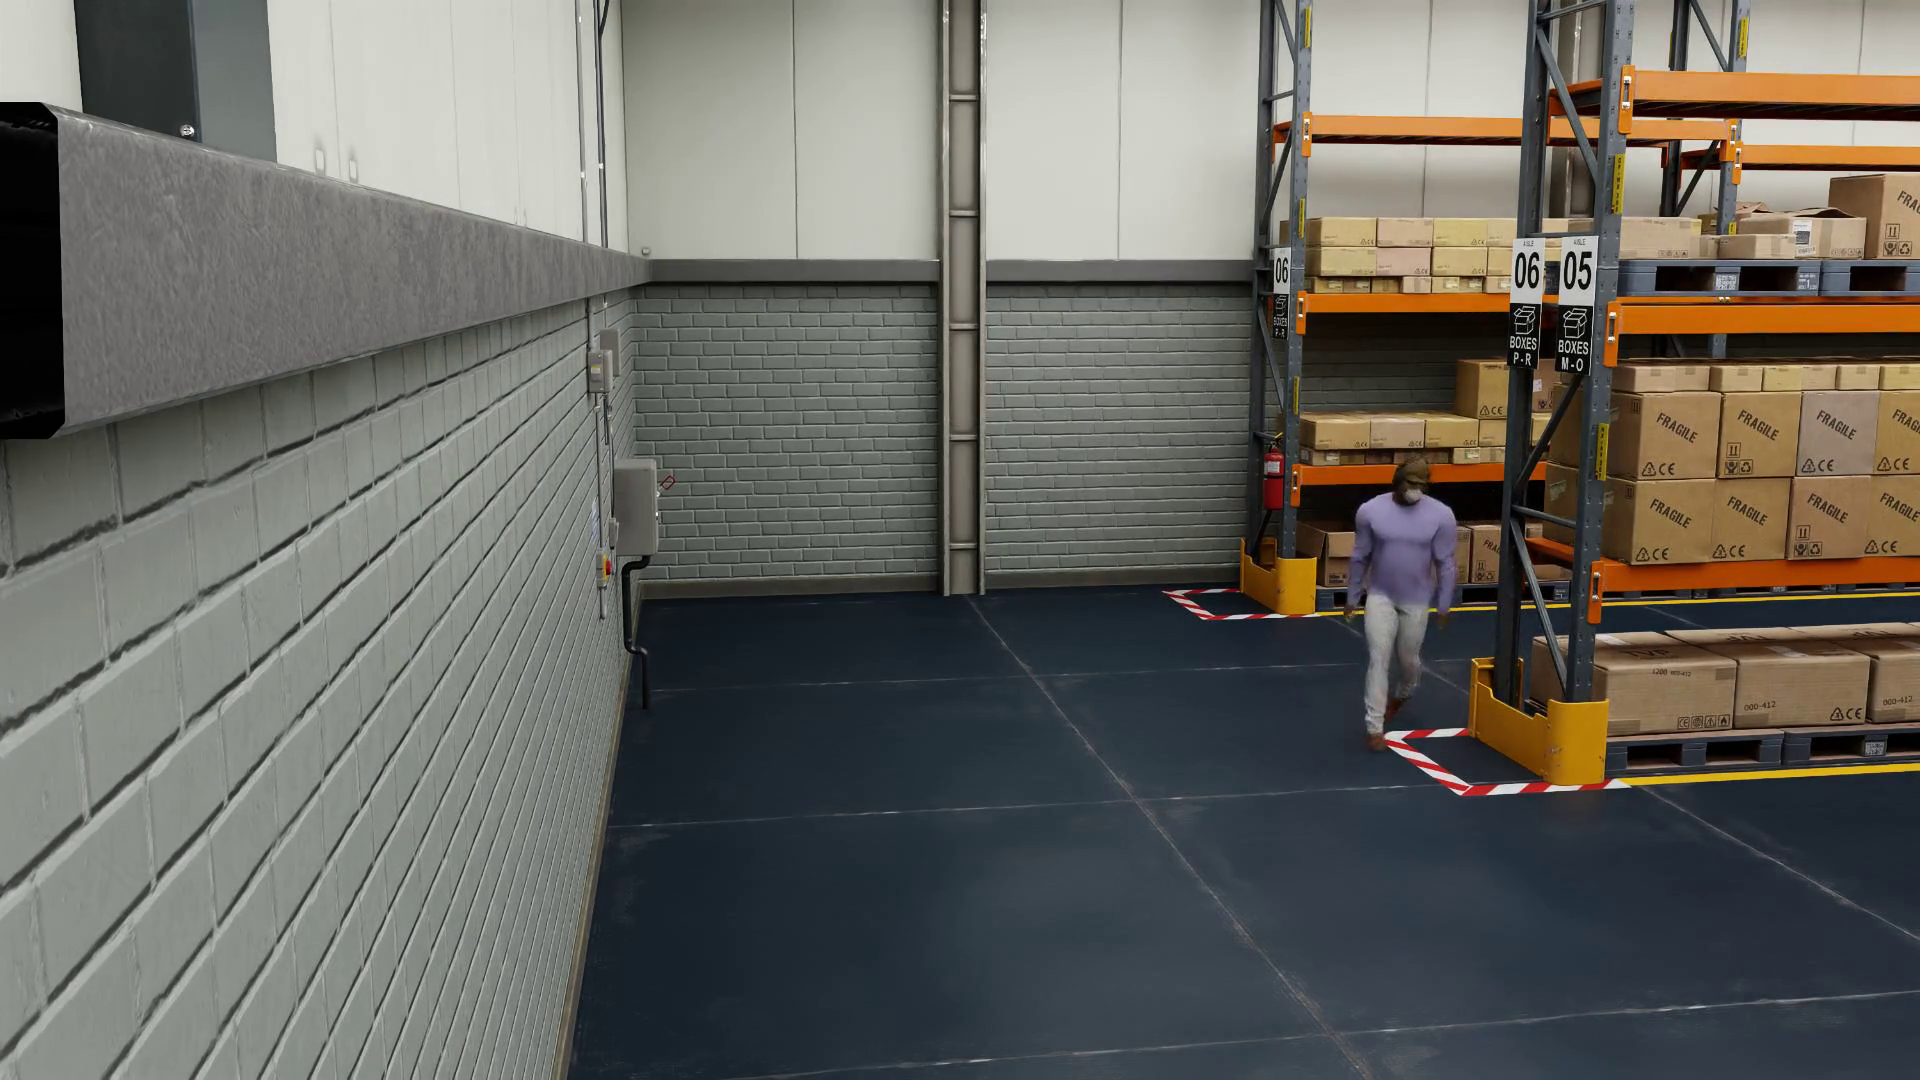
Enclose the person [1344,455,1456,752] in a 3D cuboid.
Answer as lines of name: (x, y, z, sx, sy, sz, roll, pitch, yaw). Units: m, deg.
person: (2.846, 0.364, 10.736, 0.677, 1.894, 0.880, 3, 10, 19)
